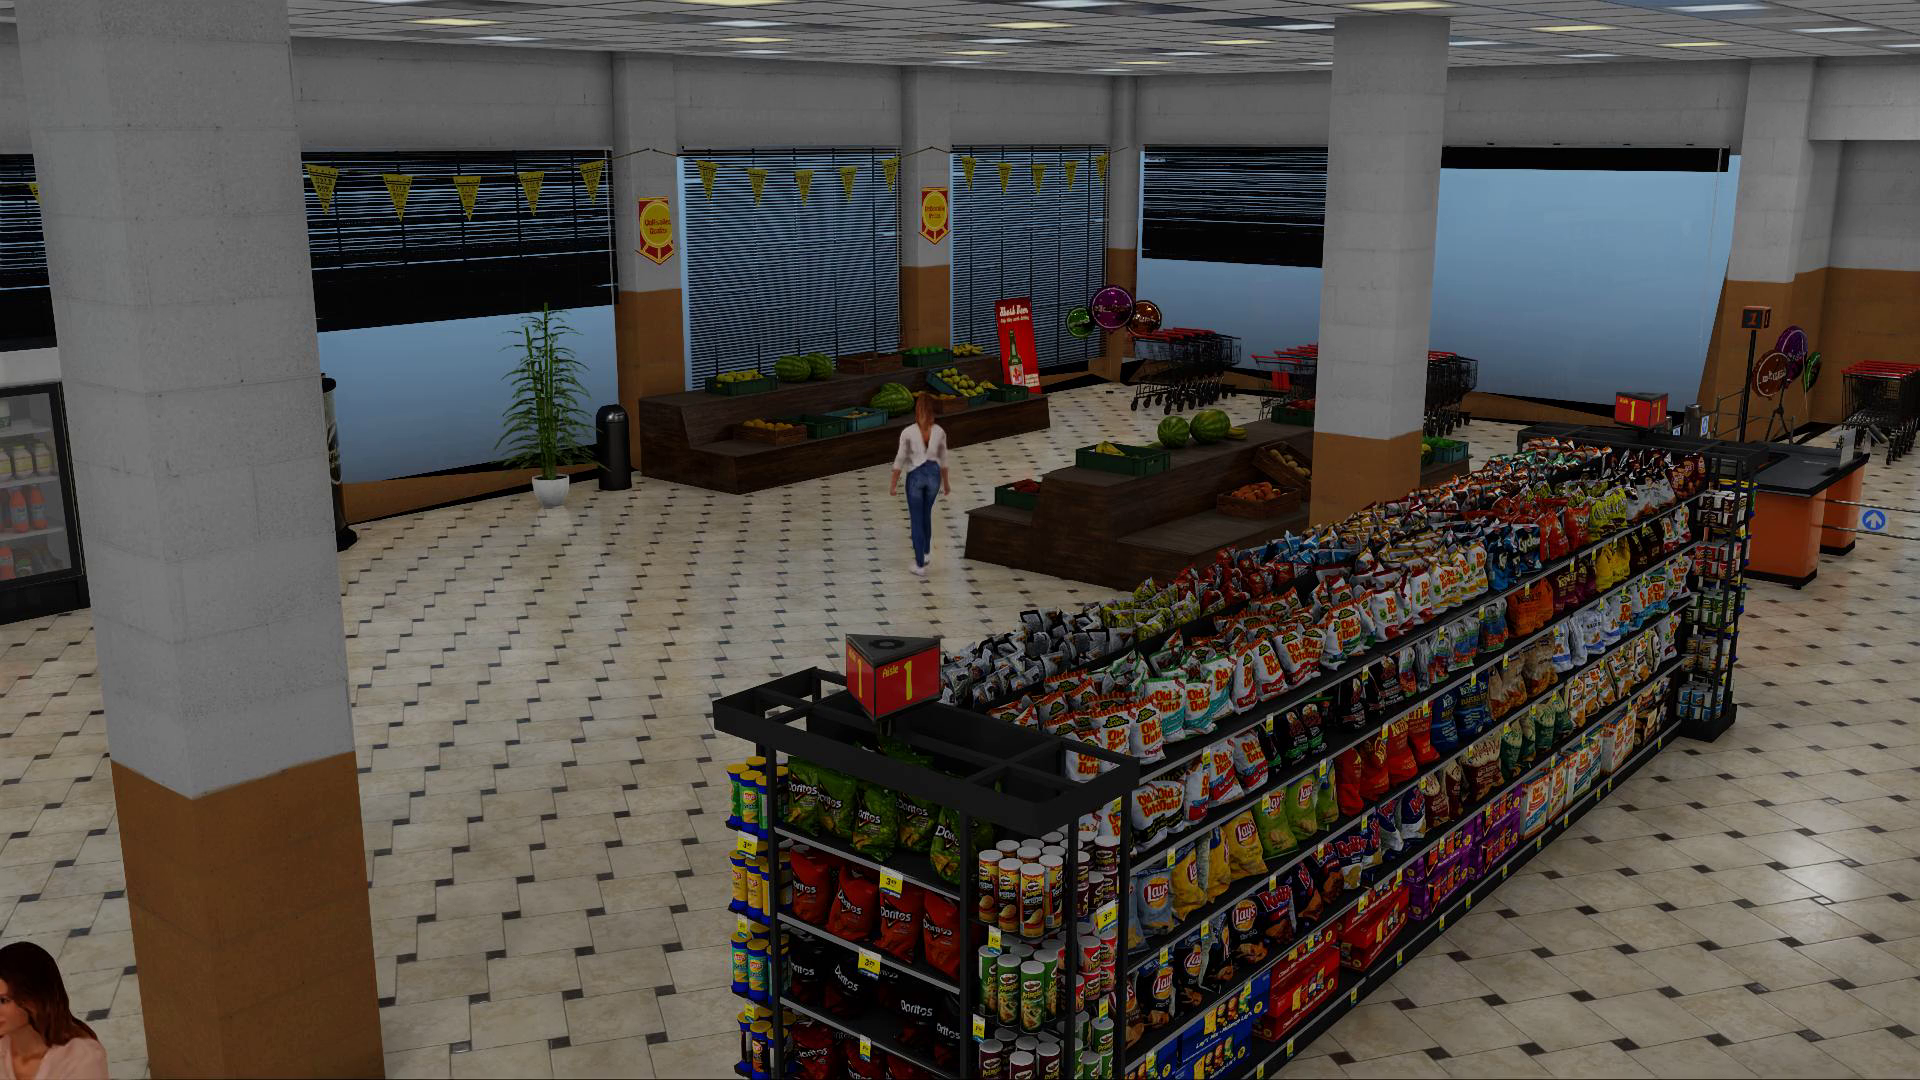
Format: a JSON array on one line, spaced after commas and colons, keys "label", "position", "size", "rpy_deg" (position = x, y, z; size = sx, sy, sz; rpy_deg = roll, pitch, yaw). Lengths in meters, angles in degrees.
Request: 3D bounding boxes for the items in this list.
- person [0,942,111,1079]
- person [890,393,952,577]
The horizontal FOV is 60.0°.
[{"label": "person", "position": [-2.648, 2.007, 5.059], "size": [0.777, 1.786, 0.874], "rpy_deg": [4, 14, 15]}, {"label": "person", "position": [-0.304, -0.511, 15.595], "size": [0.782, 1.712, 0.902], "rpy_deg": [-6, 15, -25]}]
